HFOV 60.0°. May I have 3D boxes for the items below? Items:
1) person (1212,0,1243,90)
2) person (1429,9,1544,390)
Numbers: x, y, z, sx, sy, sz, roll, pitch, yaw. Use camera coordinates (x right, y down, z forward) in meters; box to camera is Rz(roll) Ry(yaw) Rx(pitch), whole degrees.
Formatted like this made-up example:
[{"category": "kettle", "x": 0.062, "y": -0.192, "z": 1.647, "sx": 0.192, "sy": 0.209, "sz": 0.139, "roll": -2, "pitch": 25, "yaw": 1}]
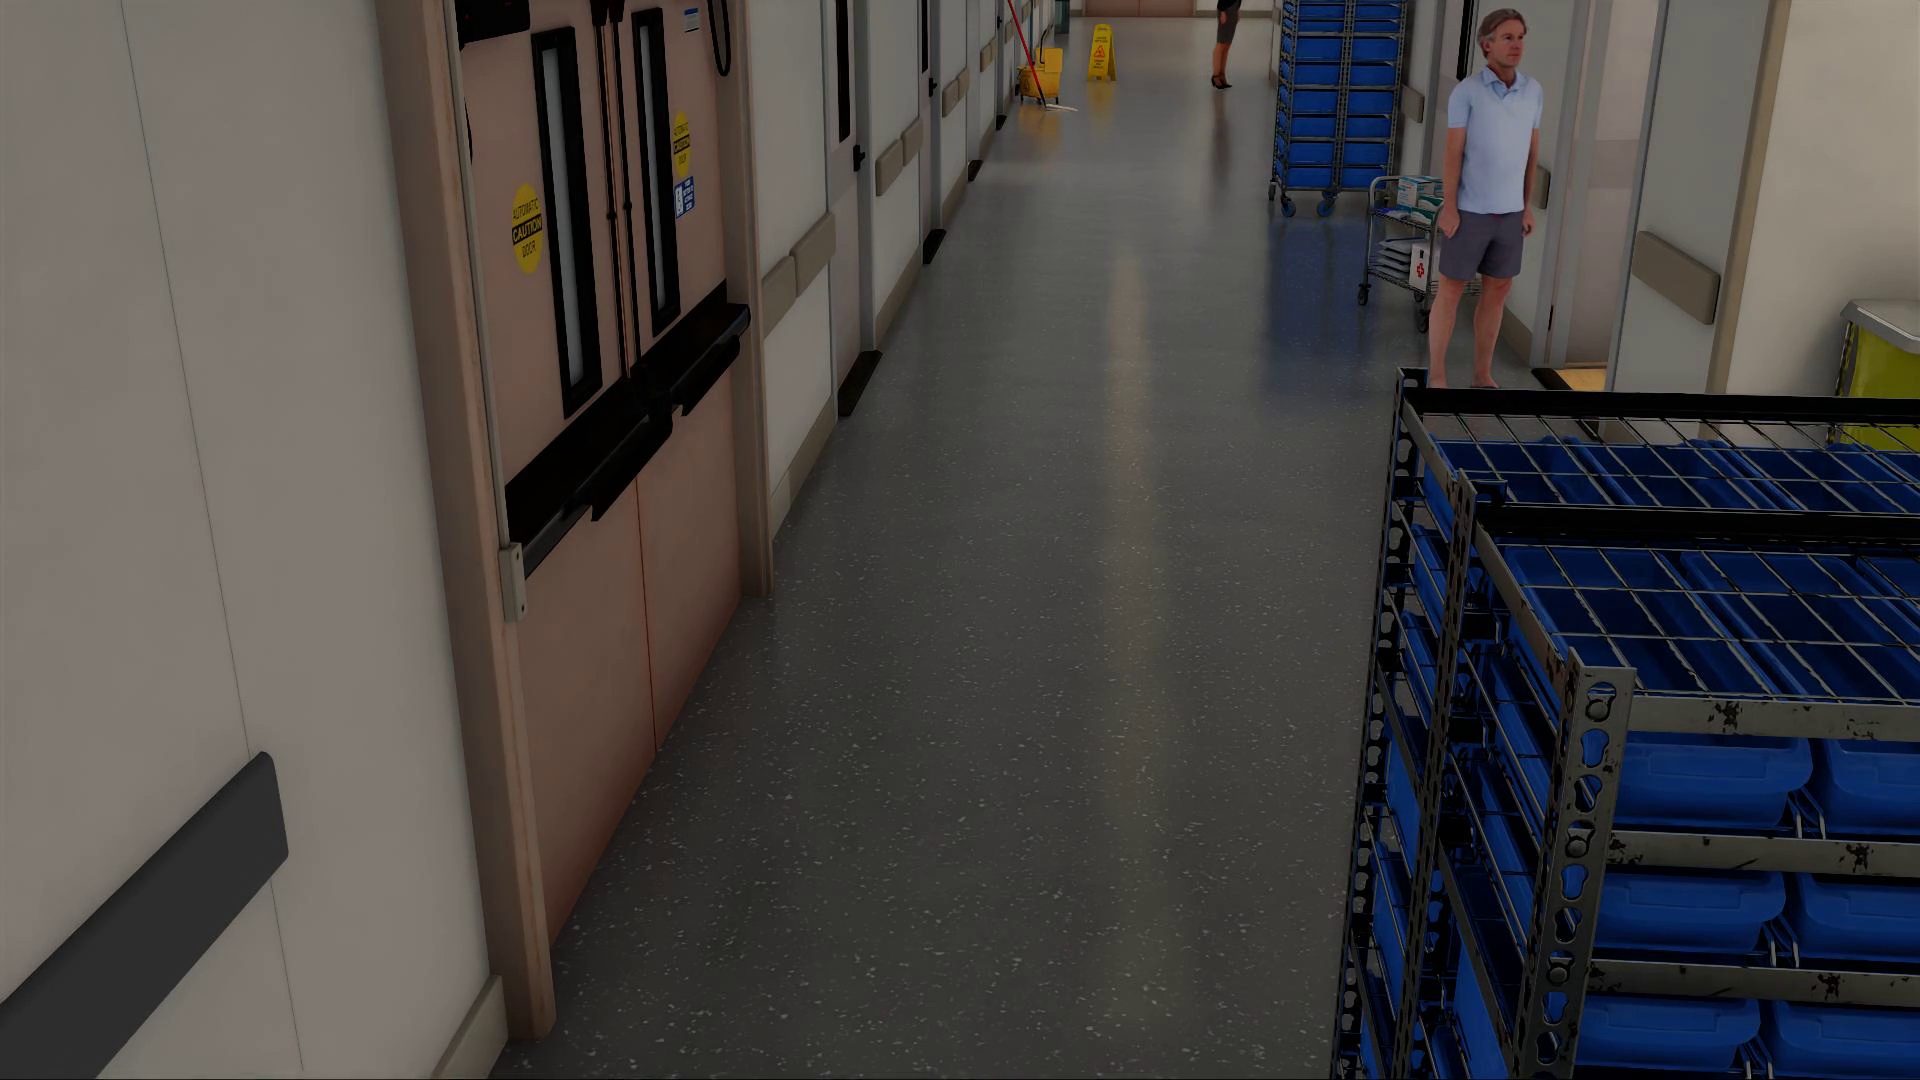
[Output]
[{"category": "person", "x": 3.539, "y": -6.936, "z": 22.051, "sx": 0.758, "sy": 1.842, "sz": 0.638, "roll": 13, "pitch": 24, "yaw": 30}, {"category": "person", "x": 2.484, "y": -1.569, "z": 7.892, "sx": 0.716, "sy": 1.833, "sz": 0.681, "roll": -5, "pitch": 21, "yaw": -14}]
